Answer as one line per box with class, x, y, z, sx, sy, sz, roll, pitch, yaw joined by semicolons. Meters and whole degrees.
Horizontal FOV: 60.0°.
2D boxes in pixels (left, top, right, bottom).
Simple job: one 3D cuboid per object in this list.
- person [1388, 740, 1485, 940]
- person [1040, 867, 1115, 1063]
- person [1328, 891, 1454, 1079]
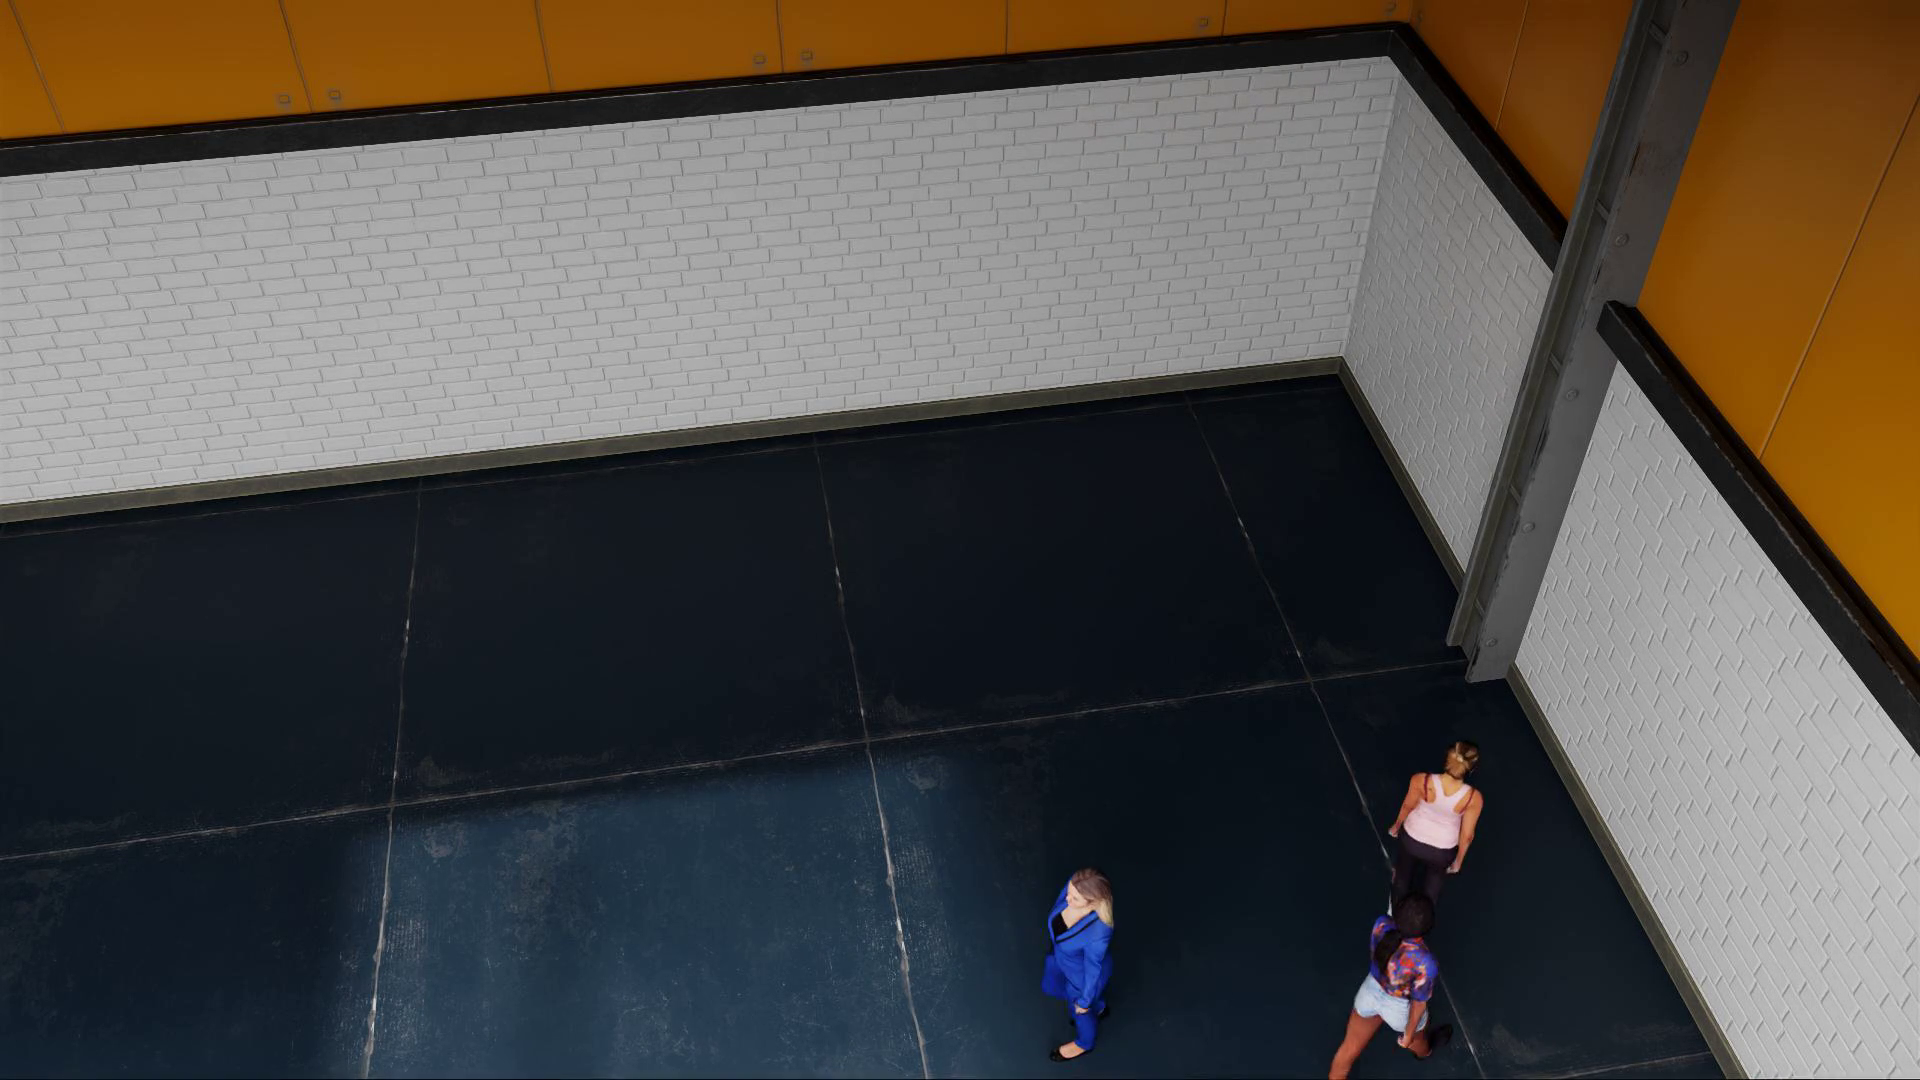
person;2.575;1.718;9.159;0.782;1.637;0.872;15;46;15
person;0.716;2.182;8.634;0.719;1.690;0.599;-10;45;-11
person;2.094;2.397;8.409;0.988;1.689;1.158;-24;49;-23
